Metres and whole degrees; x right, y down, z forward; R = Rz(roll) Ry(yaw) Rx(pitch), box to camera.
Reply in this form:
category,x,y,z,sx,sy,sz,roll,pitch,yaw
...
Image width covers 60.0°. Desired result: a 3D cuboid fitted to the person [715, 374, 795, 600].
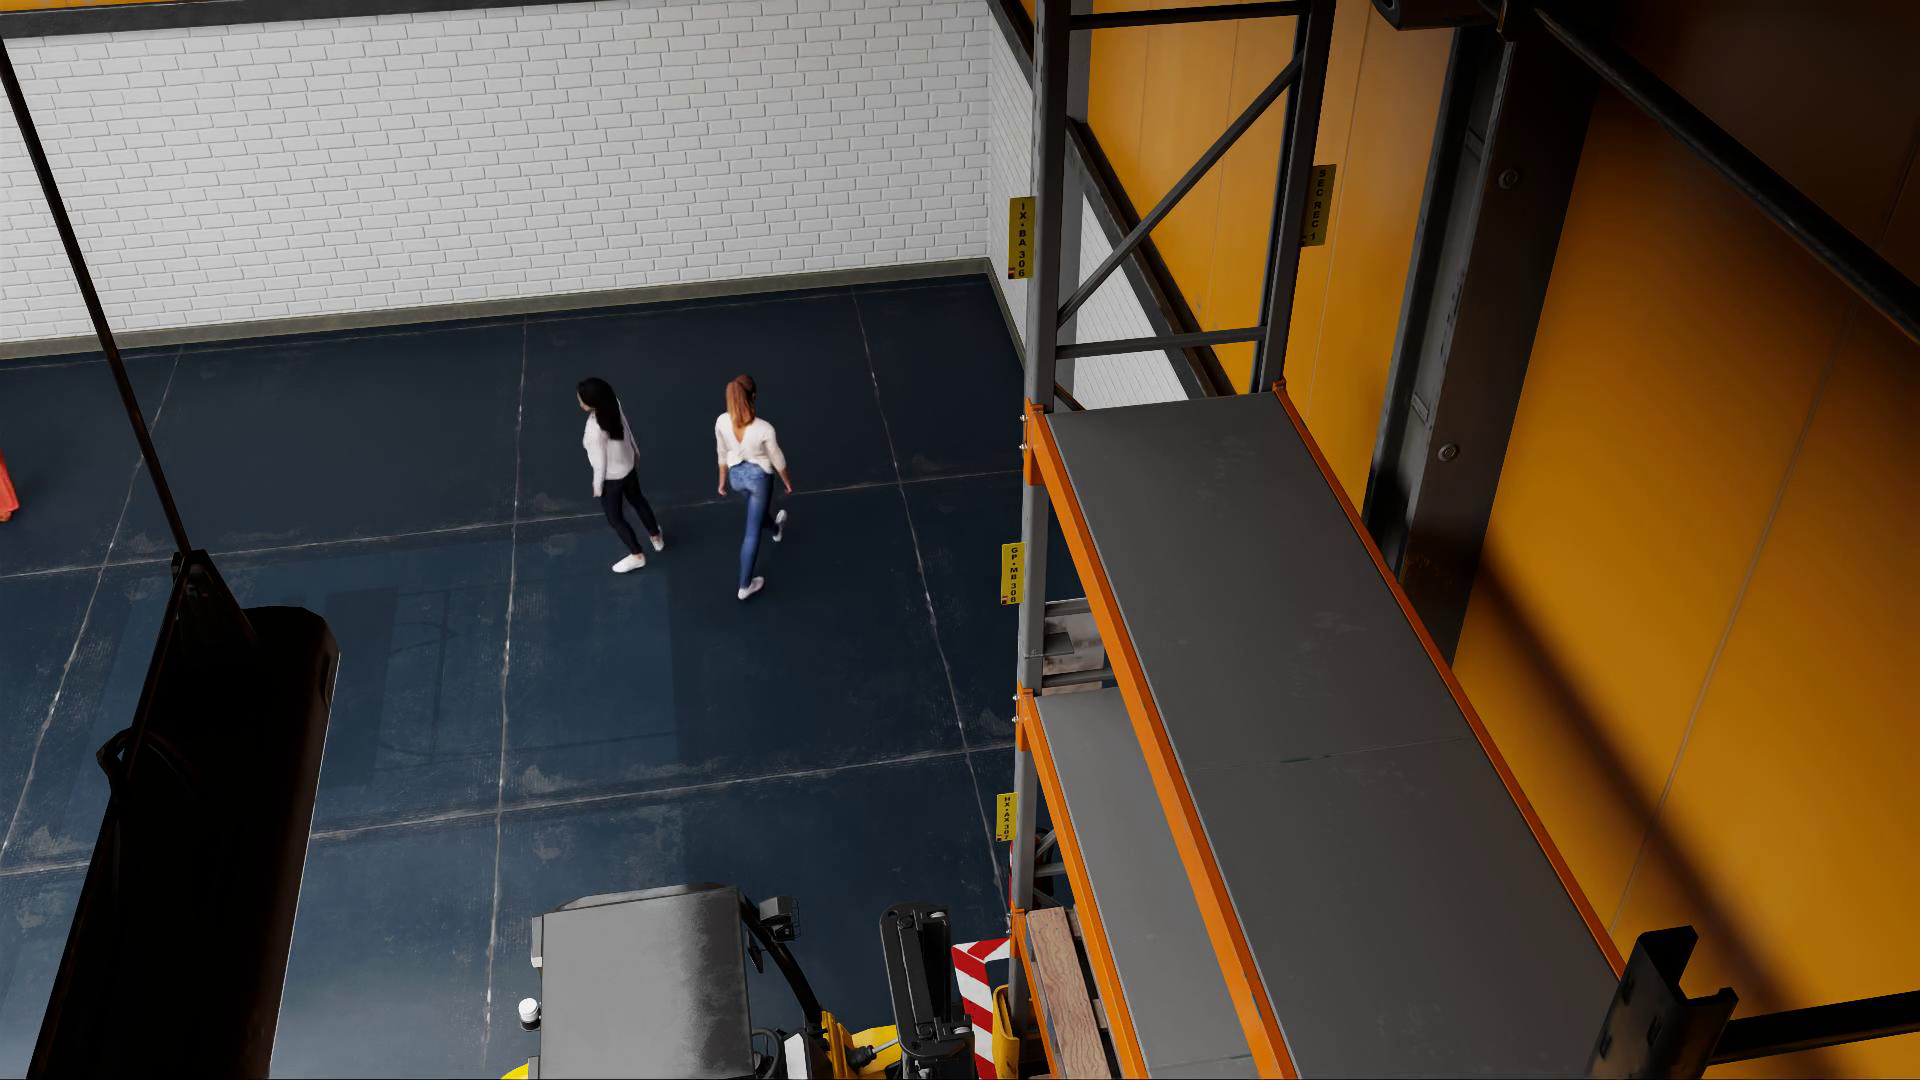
category,x,y,z,sx,sy,sz,roll,pitch,yaw
person,-1.511,-0.332,11.713,1.041,1.674,1.212,16,41,19

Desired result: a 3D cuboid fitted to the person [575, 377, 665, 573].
category,x,y,z,sx,sy,sz,roll,pitch,yaw
person,-2.406,-0.505,11.929,0.924,1.674,0.725,16,41,19
